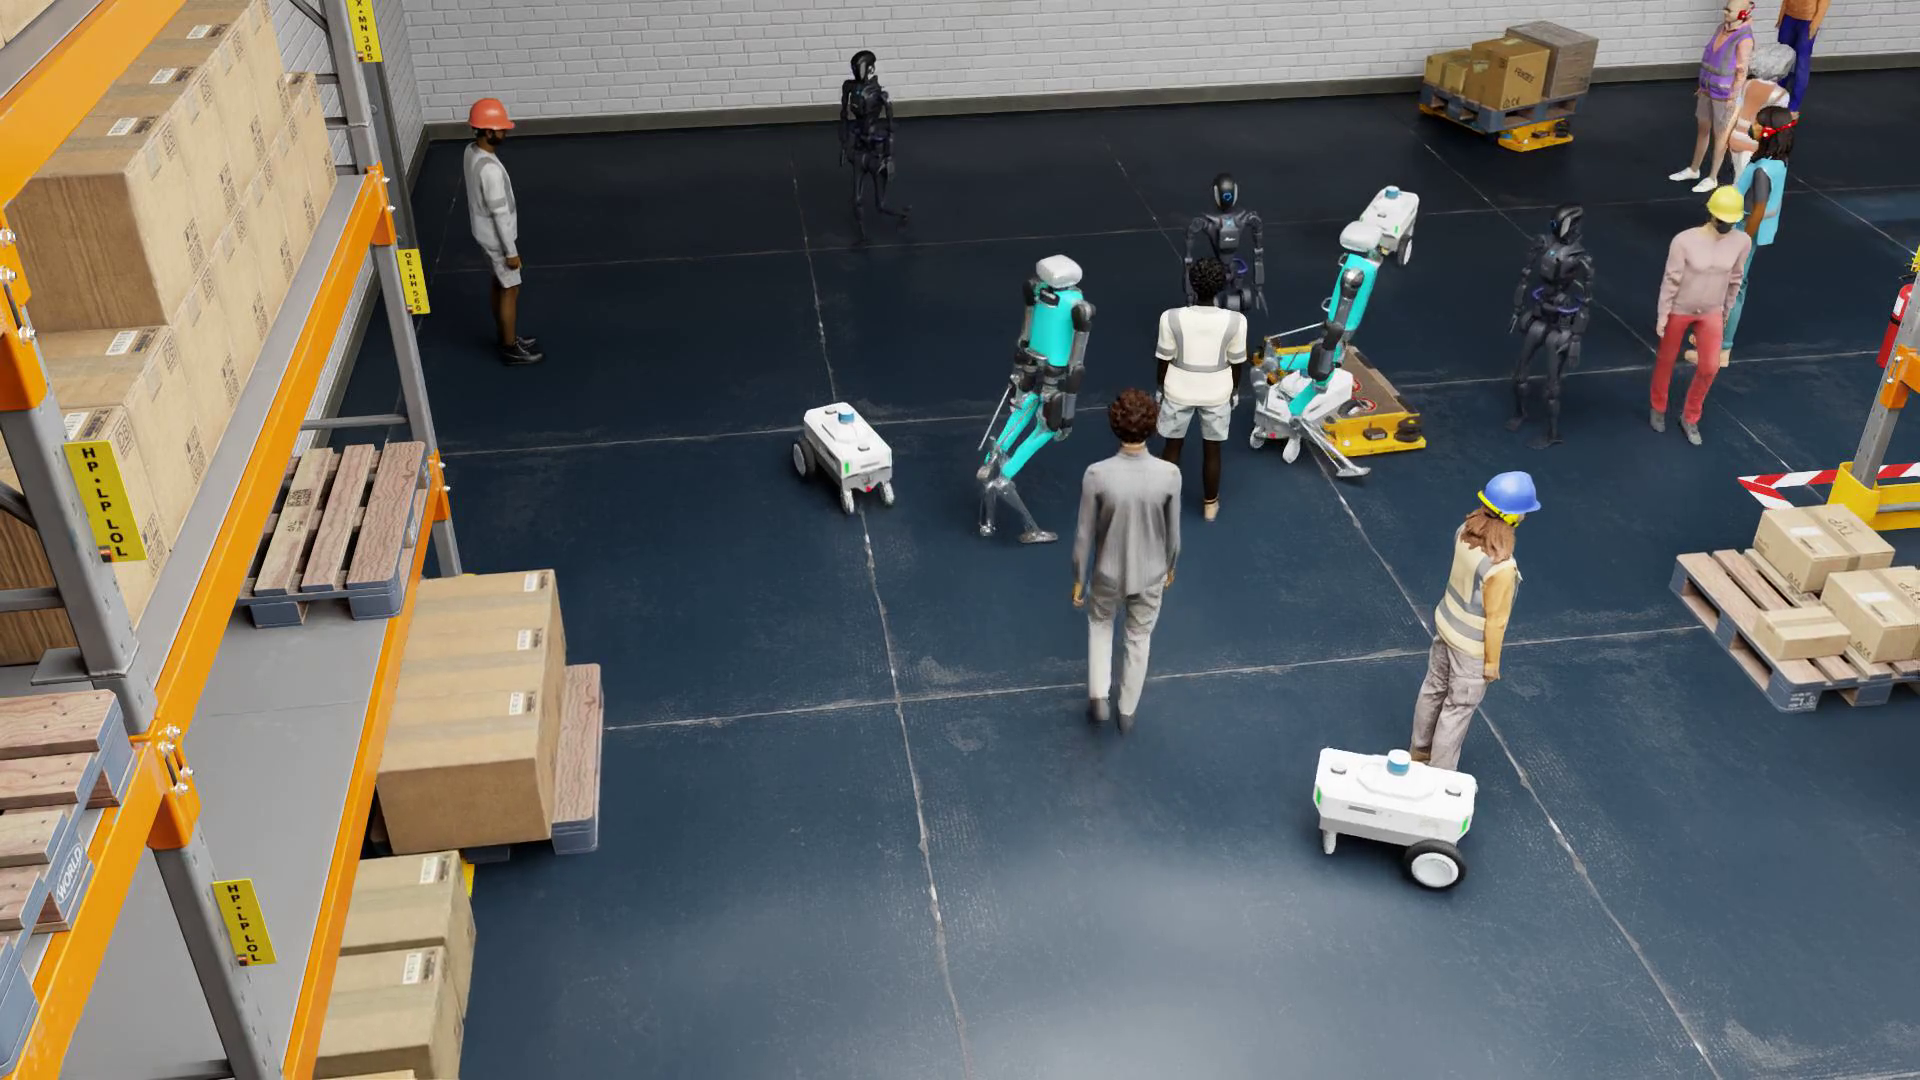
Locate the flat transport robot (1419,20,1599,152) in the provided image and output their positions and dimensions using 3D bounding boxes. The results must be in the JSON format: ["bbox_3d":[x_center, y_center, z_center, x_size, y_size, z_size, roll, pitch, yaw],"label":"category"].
[{"bbox_3d":[5.196,-4.105,16.144,0.659,0.231,1.431,-16,36,-23],"label":"flat transport robot"}]

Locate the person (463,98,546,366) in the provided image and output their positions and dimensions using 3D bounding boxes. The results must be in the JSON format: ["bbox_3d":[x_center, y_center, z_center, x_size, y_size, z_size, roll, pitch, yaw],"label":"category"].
[{"bbox_3d":[-3.194,-2.132,11.611,0.387,1.924,0.547,-16,37,-23],"label":"person"}]

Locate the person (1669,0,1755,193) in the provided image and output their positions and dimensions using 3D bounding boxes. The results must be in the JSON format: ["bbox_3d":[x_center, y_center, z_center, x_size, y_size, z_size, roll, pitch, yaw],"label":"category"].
[{"bbox_3d":[6.615,-3.884,14.499,0.347,1.693,0.483,-7,34,-11],"label":"person"}]

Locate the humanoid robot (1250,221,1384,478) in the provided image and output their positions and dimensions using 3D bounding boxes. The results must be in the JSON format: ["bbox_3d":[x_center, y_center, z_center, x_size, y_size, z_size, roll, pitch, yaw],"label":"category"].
[{"bbox_3d":[2.157,-1.185,10.343,1.065,1.731,0.547,15,36,22],"label":"humanoid robot"}]

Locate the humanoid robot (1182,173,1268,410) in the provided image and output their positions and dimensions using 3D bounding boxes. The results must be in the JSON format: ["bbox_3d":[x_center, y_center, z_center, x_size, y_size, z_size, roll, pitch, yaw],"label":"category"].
[{"bbox_3d":[1.775,-1.654,11.126,0.605,1.642,0.613,-5,33,-8],"label":"humanoid robot"}]

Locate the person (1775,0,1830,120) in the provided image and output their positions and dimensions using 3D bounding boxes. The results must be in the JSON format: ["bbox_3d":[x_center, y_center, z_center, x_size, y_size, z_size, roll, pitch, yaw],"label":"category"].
[{"bbox_3d":[8.120,-5.066,16.062,0.403,1.975,0.516,-12,35,-18],"label":"person"}]

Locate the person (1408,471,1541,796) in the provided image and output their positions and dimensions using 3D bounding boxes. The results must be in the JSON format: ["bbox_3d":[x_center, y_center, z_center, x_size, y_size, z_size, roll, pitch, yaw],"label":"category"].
[{"bbox_3d":[2.411,0.448,7.795,0.342,1.767,0.454,-6,34,-9],"label":"person"}]

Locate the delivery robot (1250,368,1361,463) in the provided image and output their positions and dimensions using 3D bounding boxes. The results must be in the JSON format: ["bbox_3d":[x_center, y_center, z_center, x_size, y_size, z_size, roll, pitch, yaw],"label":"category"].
[{"bbox_3d":[2.263,-0.894,10.949,0.774,0.581,0.499,-29,43,-36],"label":"delivery robot"}]

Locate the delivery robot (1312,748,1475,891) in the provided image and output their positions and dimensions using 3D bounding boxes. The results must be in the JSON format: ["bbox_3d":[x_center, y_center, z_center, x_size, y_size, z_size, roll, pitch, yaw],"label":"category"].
[{"bbox_3d":[2.030,1.235,7.710,0.778,0.607,0.524,9,34,14],"label":"delivery robot"}]

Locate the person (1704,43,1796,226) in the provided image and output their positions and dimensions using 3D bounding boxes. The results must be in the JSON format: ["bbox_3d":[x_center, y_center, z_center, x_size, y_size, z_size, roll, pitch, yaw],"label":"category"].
[{"bbox_3d":[6.383,-3.191,13.477,0.859,1.648,0.453,-17,37,-24],"label":"person"}]

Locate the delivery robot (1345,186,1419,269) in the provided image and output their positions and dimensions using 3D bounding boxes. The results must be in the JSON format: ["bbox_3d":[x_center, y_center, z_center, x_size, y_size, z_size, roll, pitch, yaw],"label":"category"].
[{"bbox_3d":[3.471,-2.562,13.534,0.499,0.613,0.807,15,36,22],"label":"delivery robot"}]

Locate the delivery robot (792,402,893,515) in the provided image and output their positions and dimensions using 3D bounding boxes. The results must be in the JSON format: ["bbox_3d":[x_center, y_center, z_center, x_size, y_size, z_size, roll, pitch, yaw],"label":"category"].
[{"bbox_3d":[-0.705,-0.559,10.440,0.499,0.587,0.777,-15,36,-22],"label":"delivery robot"}]

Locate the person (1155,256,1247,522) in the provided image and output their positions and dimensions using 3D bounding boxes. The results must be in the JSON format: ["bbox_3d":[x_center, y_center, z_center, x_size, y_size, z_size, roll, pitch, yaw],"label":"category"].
[{"bbox_3d":[1.411,-0.876,9.894,0.534,1.693,0.319,3,33,5],"label":"person"}]

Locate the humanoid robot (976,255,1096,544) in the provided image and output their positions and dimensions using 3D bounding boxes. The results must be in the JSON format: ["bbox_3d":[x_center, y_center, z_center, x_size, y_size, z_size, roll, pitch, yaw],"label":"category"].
[{"bbox_3d":[0.334,-0.735,9.633,0.785,1.775,0.588,-24,40,-32],"label":"humanoid robot"}]

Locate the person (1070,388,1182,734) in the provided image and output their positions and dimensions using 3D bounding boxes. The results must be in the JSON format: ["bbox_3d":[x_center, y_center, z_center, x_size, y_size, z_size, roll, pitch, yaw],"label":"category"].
[{"bbox_3d":[0.814,0.147,8.164,0.539,1.879,0.461,2,33,3],"label":"person"}]

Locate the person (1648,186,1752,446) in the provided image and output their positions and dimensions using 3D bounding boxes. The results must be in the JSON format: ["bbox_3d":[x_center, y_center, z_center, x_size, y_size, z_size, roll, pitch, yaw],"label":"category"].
[{"bbox_3d":[4.736,-1.434,10.698,0.533,1.748,0.585,3,33,5],"label":"person"}]

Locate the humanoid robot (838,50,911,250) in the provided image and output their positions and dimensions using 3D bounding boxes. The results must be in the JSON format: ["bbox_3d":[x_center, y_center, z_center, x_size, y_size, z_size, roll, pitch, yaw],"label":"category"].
[{"bbox_3d":[-0.688,-3.179,13.443,0.610,1.632,0.581,23,40,31],"label":"humanoid robot"}]

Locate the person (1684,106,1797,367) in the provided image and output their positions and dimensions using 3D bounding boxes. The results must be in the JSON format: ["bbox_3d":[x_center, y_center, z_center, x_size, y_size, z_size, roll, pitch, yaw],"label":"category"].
[{"bbox_3d":[5.484,-2.111,11.626,0.378,1.865,0.544,16,36,23],"label":"person"}]

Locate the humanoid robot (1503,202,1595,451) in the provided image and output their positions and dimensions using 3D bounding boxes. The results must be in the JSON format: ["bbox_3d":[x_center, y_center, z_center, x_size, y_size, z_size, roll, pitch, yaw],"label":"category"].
[{"bbox_3d":[3.798,-1.397,10.705,0.307,1.649,0.612,-17,37,-25],"label":"humanoid robot"}]

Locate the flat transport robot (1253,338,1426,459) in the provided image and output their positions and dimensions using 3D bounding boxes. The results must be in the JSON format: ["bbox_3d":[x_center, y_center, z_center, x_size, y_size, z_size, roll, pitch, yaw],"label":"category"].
[{"bbox_3d":[2.578,-1.003,11.389,0.659,0.231,1.431,-7,34,-11],"label":"flat transport robot"}]
